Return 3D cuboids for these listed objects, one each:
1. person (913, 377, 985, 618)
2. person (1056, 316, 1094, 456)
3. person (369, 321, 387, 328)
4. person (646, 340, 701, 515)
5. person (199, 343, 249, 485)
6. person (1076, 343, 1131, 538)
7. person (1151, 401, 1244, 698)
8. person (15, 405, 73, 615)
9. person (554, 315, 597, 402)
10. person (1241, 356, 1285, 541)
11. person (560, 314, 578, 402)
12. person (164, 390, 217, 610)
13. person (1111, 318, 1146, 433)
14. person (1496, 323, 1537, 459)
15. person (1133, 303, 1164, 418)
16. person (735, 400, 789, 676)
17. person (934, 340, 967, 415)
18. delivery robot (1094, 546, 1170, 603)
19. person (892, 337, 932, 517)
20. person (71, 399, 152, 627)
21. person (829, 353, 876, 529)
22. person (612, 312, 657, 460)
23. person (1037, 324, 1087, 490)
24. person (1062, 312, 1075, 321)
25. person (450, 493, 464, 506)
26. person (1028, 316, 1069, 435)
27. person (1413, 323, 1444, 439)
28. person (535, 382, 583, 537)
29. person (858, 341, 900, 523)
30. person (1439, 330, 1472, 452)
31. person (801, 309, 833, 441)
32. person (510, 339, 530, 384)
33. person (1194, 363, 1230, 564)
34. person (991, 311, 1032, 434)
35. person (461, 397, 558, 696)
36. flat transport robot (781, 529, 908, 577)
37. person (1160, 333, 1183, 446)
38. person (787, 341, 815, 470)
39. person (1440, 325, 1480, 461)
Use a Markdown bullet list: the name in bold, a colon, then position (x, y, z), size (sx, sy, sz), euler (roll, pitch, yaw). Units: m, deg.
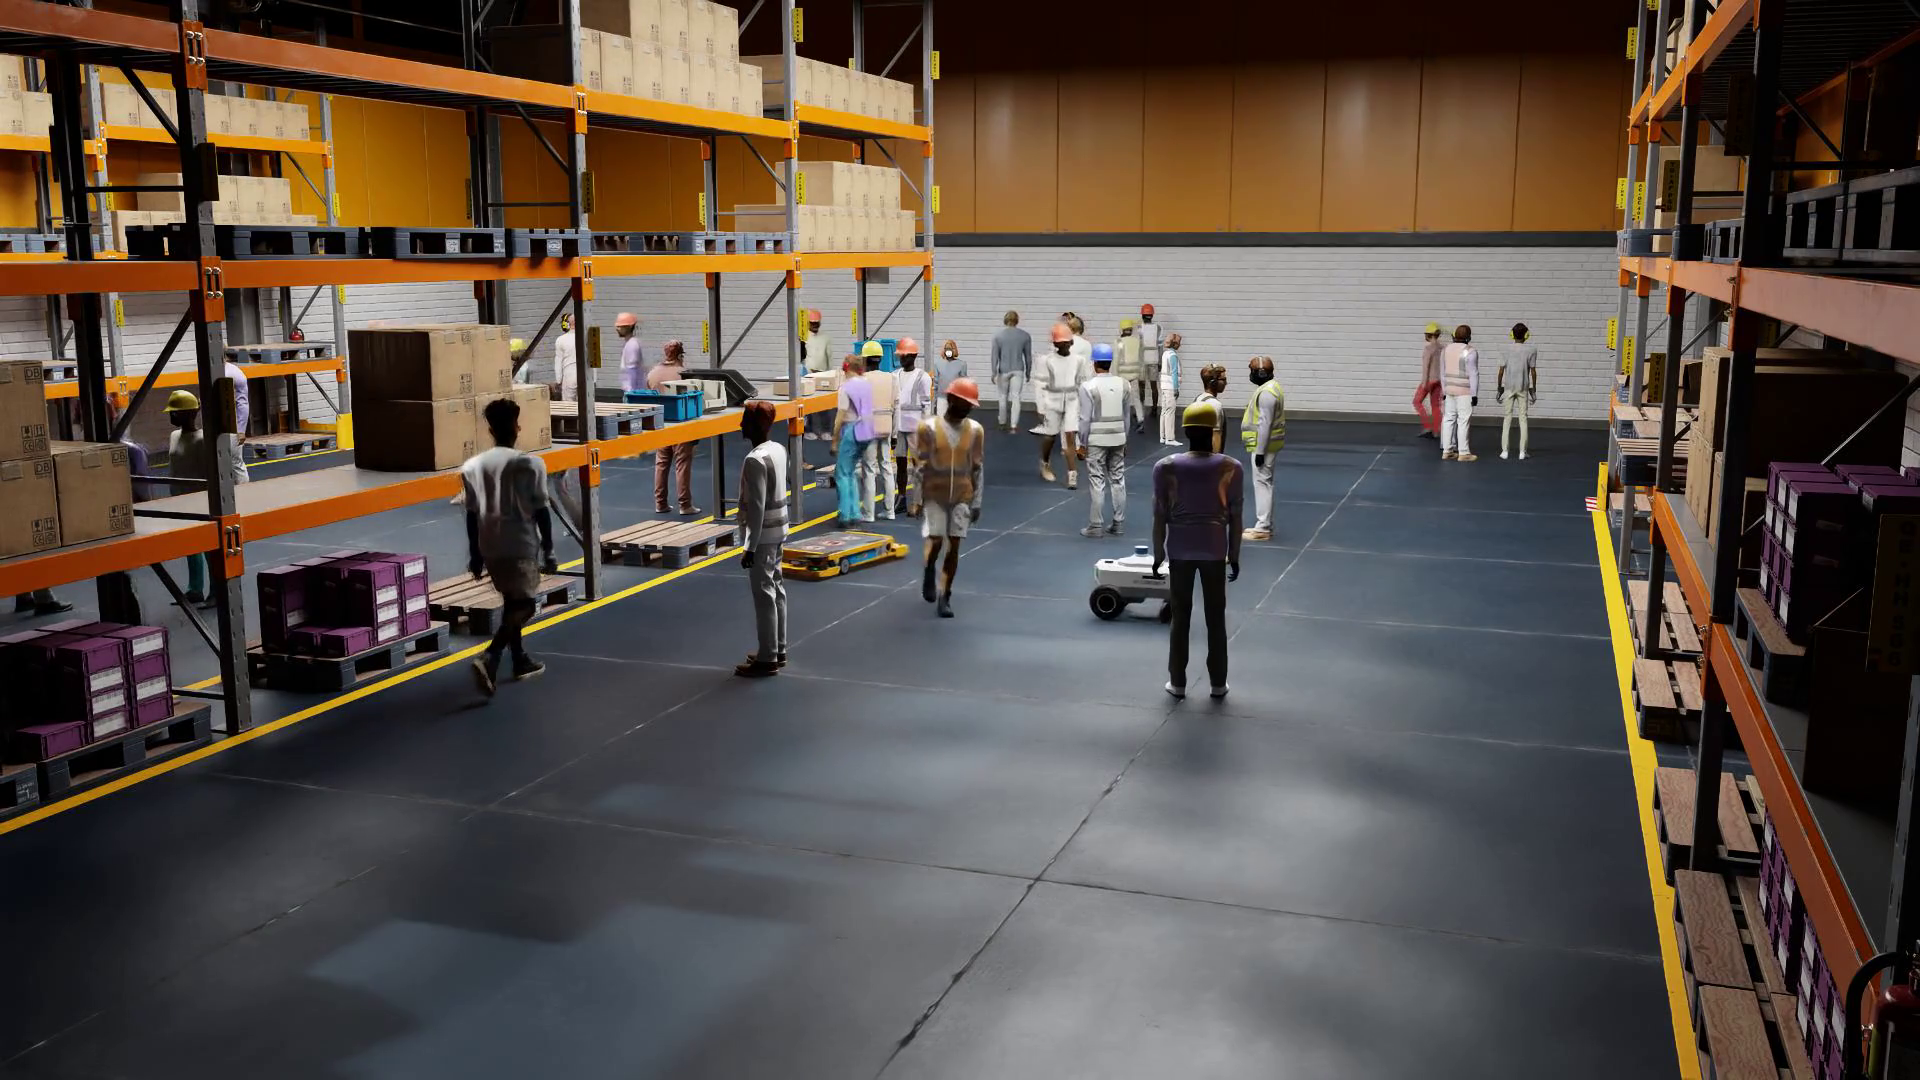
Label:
- **person**: position (-0.086, -0.342, 13.138), size (0.567, 1.899, 0.488), euler (-2, 10, -12)
- **person**: position (1.609, -2.132, 23.115), size (0.367, 1.940, 0.634), euler (-9, 14, -42)
- **person**: position (-7.177, -1.731, 20.732), size (0.467, 1.976, 0.624), euler (5, 11, 25)
- **person**: position (-3.093, -1.222, 18.123), size (0.639, 1.899, 0.395), euler (5, 11, 28)
- **person**: position (-7.887, -1.190, 17.810), size (0.637, 1.936, 0.355), euler (5, 11, 25)
- **person**: position (1.431, -0.989, 16.650), size (0.605, 1.948, 0.403), euler (-5, 11, -28)
- **person**: position (1.527, 0.069, 10.759), size (0.589, 1.923, 0.383), euler (1, 10, 6)
- **person**: position (-7.385, -0.321, 13.224), size (0.600, 1.827, 0.404), euler (6, 12, 32)
- **person**: position (-5.704, -2.388, 24.688), size (0.648, 1.898, 0.398), euler (-6, 12, -31)
- **person**: position (3.009, -0.910, 16.553), size (0.429, 1.830, 0.638), euler (2, 10, 12)
- **person**: position (-6.015, -2.552, 25.672), size (0.329, 1.873, 0.515), euler (3, 11, 18)
- **person**: position (-6.199, -0.324, 13.418), size (0.528, 1.768, 0.313), euler (6, 12, 30)
- **person**: position (2.645, -2.567, 25.982), size (0.605, 1.799, 0.889), euler (-4, 11, -23)
- **person**: position (7.627, -2.038, 22.793), size (0.532, 1.864, 0.312), euler (4, 11, 20)
- **person**: position (3.161, -3.023, 28.125), size (0.545, 1.942, 0.354), euler (-2, 10, -13)
- **person**: position (-1.353, -0.014, 11.341), size (0.355, 1.885, 0.574), euler (2, 10, 10)
- **person**: position (-0.150, -1.934, 22.861), size (0.497, 1.633, 0.285), euler (0, 10, 1)
- **delivery robot**: position (1.430, 0.288, 13.116), size (0.707, 0.478, 0.477), euler (3, 10, 14)
- **person**: position (-0.565, -1.218, 17.960), size (0.545, 1.942, 0.349), euler (7, 12, 35)
- **person**: position (-5.889, -0.035, 11.378), size (0.579, 1.904, 0.831), euler (3, 10, 14)
- **person**: position (-1.097, -1.021, 17.213), size (0.448, 1.806, 0.595), euler (4, 11, 23)
- **person**: position (-4.411, -2.080, 22.579), size (0.562, 2.023, 0.633), euler (-4, 11, -19)
- **person**: position (1.231, -1.635, 20.221), size (0.663, 1.990, 1.047), euler (-2, 10, -10)
- **person**: position (1.689, -2.663, 26.298), size (0.335, 1.873, 0.521), euler (-7, 12, -34)
- **person**: position (-5.723, -1.245, 18.832), size (0.580, 1.678, 0.465), euler (4, 11, 21)
- **person**: position (1.591, -2.500, 25.470), size (0.980, 1.853, 0.637), euler (-5, 11, -26)
- **person**: position (7.086, -2.395, 25.100), size (0.562, 1.749, 0.437), euler (-9, 13, -41)
- **person**: position (-4.029, -0.775, 16.415), size (0.516, 1.602, 0.757), euler (3, 11, 18)
- **person**: position (-0.914, -1.141, 17.610), size (0.589, 1.919, 0.399), euler (-8, 13, -38)
- **person**: position (7.041, -2.128, 23.582), size (0.324, 1.765, 0.531), euler (-1, 10, -7)
- **person**: position (-2.144, -2.445, 24.778), size (0.655, 1.965, 0.790), euler (-5, 11, -27)
- **person**: position (-5.736, -1.723, 21.444), size (0.670, 1.719, 0.494), euler (-7, 12, -33)
- **person**: position (2.292, -0.701, 15.315), size (0.351, 1.847, 0.507), euler (-2, 10, -13)
- **person**: position (0.795, -2.629, 26.038), size (0.655, 1.887, 1.017), euler (-1, 10, -4)
- **person**: position (-2.987, 0.041, 10.874), size (0.604, 1.939, 0.871), euler (4, 11, 21)
- **flat transport robot**: position (-1.129, 0.107, 15.199), size (0.652, 0.197, 1.431), euler (6, 12, 31)
- **person**: position (3.087, -2.201, 24.345), size (0.310, 1.640, 0.514), euler (-2, 10, -9)
- **person**: position (-2.100, -1.762, 21.706), size (0.318, 1.700, 0.536), euler (-4, 11, -24)
- **person**: position (6.819, -1.998, 22.633), size (0.429, 1.843, 0.633), euler (-6, 12, -29)
